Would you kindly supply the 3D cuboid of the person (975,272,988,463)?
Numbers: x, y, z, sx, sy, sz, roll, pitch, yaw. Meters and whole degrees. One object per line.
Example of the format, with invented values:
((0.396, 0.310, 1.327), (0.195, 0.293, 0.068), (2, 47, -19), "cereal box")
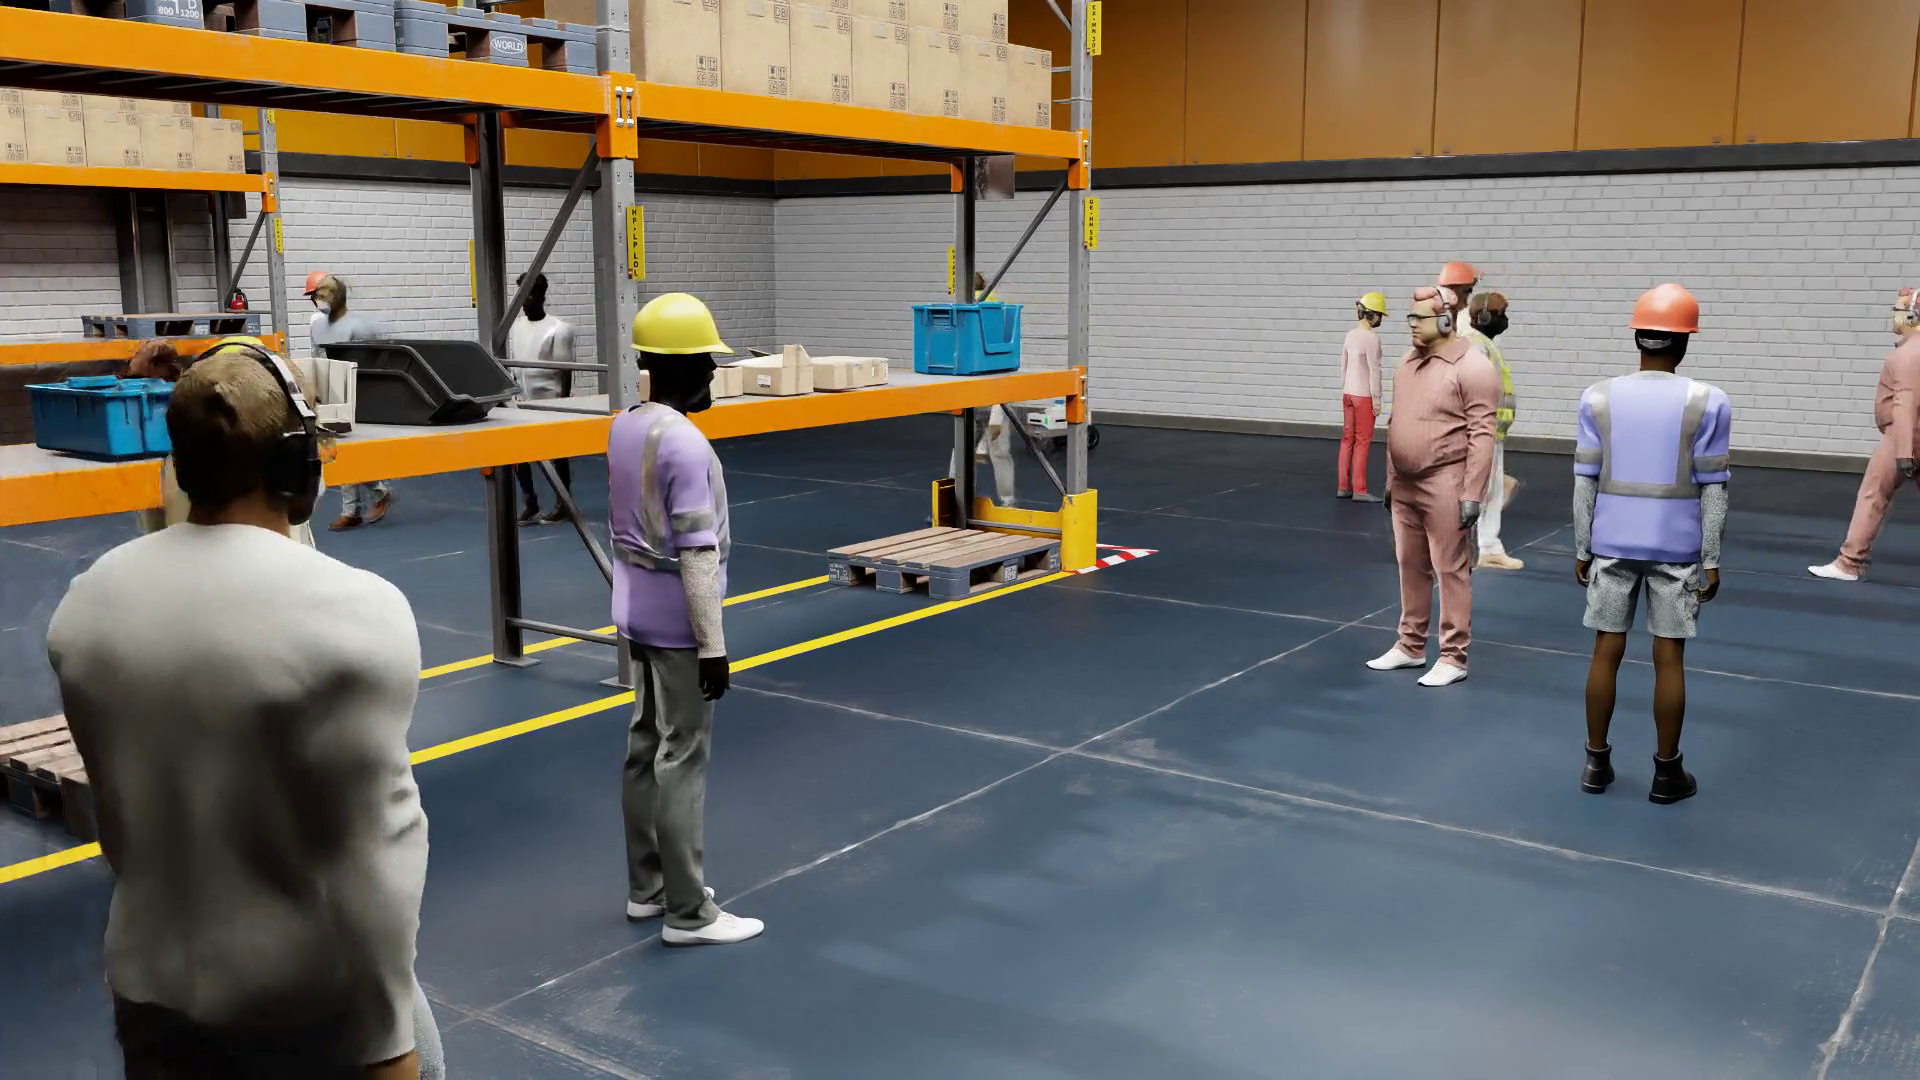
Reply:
((0.091, -1.747, 16.866), (0.628, 1.901, 0.878), (-5, 11, -28), "person")

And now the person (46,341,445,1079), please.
((-1.020, 0.644, 2.630), (0.657, 1.895, 0.960), (3, 10, 17), "person")

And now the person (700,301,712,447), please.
((-1.873, -0.803, 11.705), (0.447, 1.753, 0.527), (-2, 10, -14), "person")

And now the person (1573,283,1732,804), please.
((2.576, 0.019, 6.232), (0.546, 1.938, 0.361), (6, 11, 33), "person")

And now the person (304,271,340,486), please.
((-5.689, -1.449, 15.005), (0.367, 1.930, 0.542), (1, 10, 9), "person")

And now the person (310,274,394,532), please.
((-4.594, -1.016, 12.428), (0.638, 1.919, 0.466), (6, 12, 34), "person")

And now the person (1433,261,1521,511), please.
((3.941, -1.131, 12.845), (0.663, 2.027, 0.618), (-1, 10, -3), "person")

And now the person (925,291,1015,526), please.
((0.100, -0.949, 12.421), (0.848, 1.790, 0.613), (-8, 12, -39), "person")

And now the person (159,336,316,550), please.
((-2.207, 0.282, 5.161), (0.610, 1.810, 0.789), (7, 12, 36), "person")

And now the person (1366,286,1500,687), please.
((2.246, -0.256, 7.971), (0.402, 1.904, 0.651), (-4, 10, -25), "person")

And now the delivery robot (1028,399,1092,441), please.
((1.061, -1.261, 17.688), (0.707, 0.478, 0.477), (-8, 12, -38), "delivery robot")

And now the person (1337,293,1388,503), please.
((3.409, -1.195, 14.006), (0.337, 1.757, 0.531), (-3, 10, -15), "person")

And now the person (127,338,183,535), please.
((-4.107, -0.240, 8.695), (0.469, 1.614, 0.536), (-9, 13, -43), "person")

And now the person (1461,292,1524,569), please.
((3.349, -0.711, 10.911), (0.693, 1.827, 0.636), (5, 11, 25), "person")

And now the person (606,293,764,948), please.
((-0.841, 0.239, 4.951), (0.370, 1.929, 0.585), (-6, 11, -32), "person")

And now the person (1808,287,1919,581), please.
((5.896, -0.614, 10.242), (0.631, 1.869, 0.995), (-6, 11, -33), "person")

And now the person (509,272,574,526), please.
((-3.206, -1.054, 12.585), (0.628, 1.941, 0.678), (5, 11, 26), "person")
